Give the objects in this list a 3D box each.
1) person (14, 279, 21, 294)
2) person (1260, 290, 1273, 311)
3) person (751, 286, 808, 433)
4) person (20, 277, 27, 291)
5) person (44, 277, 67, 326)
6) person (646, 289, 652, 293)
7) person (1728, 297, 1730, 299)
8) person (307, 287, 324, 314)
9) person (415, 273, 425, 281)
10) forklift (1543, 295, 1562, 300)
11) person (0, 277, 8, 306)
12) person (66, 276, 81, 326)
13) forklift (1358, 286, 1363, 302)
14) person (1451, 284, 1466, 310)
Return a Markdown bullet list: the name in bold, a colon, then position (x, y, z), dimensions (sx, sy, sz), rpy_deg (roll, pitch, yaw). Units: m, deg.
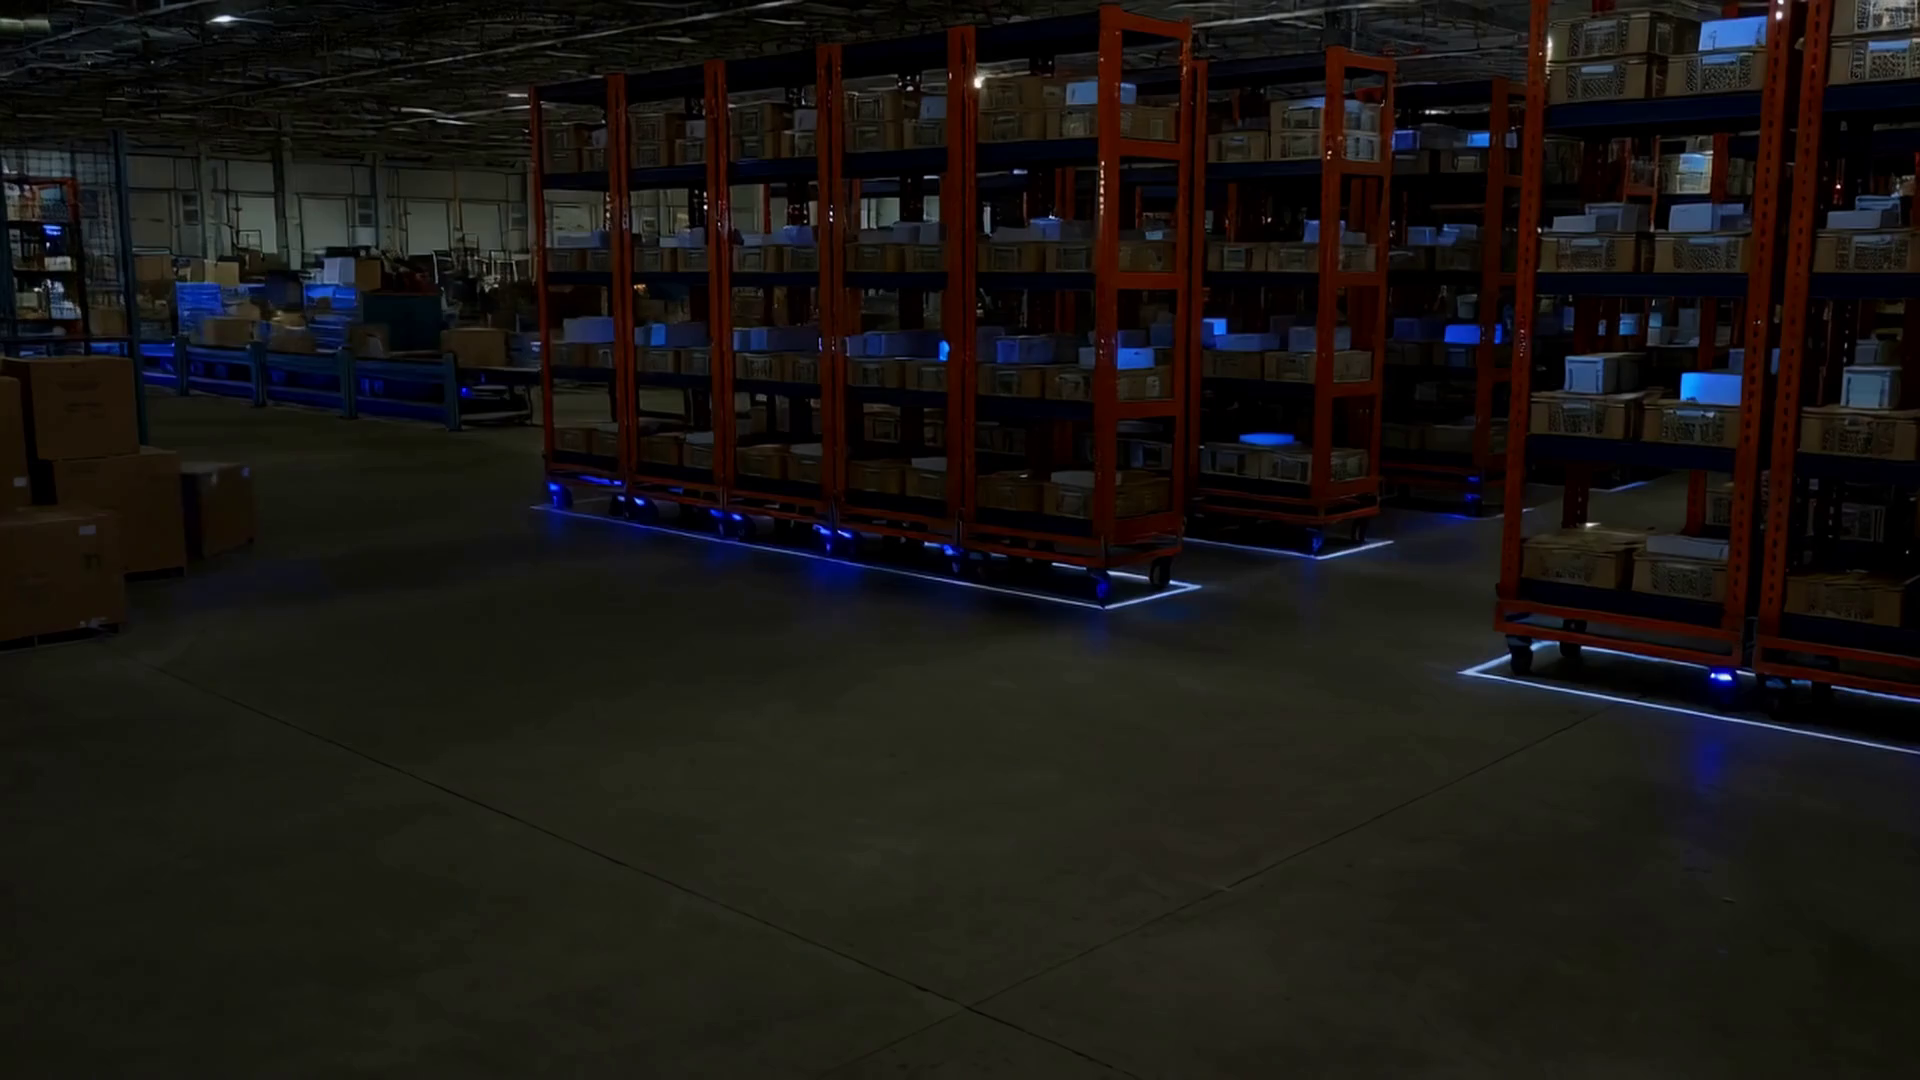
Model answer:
- **person**: position (-40.514, -10.474, 71.781), dimensions (0.317, 1.695, 0.540), rpy_deg (6, 11, 33)
- **person**: position (4.180, -2.496, 22.585), dimensions (0.412, 1.794, 0.622), rpy_deg (-1, 9, -7)
- **person**: position (-1.991, -2.020, 19.117), dimensions (0.736, 1.973, 0.621), rpy_deg (-7, 12, -37)
- **person**: position (-36.587, -9.416, 64.953), dimensions (0.972, 1.820, 0.528), rpy_deg (-7, 12, -37)
- **person**: position (-20.968, -5.155, 38.644), dimensions (0.520, 1.871, 0.326), rpy_deg (-5, 10, -26)
- **person**: position (-16.969, -13.706, 91.310), dimensions (0.516, 1.804, 0.970), rpy_deg (5, 11, 29)
- **person**: position (17.976, -5.254, 39.156), dimensions (0.631, 1.896, 0.972), rpy_deg (-5, 10, -27)
- **person**: position (-20.507, -7.503, 52.978), dimensions (0.963, 1.891, 0.549), rpy_deg (7, 12, 38)
- **person**: position (-28.602, -13.193, 87.961), dimensions (0.588, 1.861, 0.785), rpy_deg (-2, 9, -9)
- **forklift**: position (16.196, -6.716, 45.123), dimensions (1.873, 2.768, 1.129), rpy_deg (9, 13, 43)
- **person**: position (-45.734, -11.881, 79.679), dimensions (0.358, 1.937, 0.544), rpy_deg (3, 10, 18)
- **person**: position (-24.761, -6.454, 46.640), dimensions (0.792, 1.851, 0.596), rpy_deg (-9, 13, -44)
- **forklift**: position (11.100, -7.017, 46.970), dimensions (1.873, 2.768, 1.129), rpy_deg (9, 13, 43)
- **person**: position (9.221, -3.868, 30.818), dimensions (0.390, 1.848, 0.564), rpy_deg (4, 10, 21)
